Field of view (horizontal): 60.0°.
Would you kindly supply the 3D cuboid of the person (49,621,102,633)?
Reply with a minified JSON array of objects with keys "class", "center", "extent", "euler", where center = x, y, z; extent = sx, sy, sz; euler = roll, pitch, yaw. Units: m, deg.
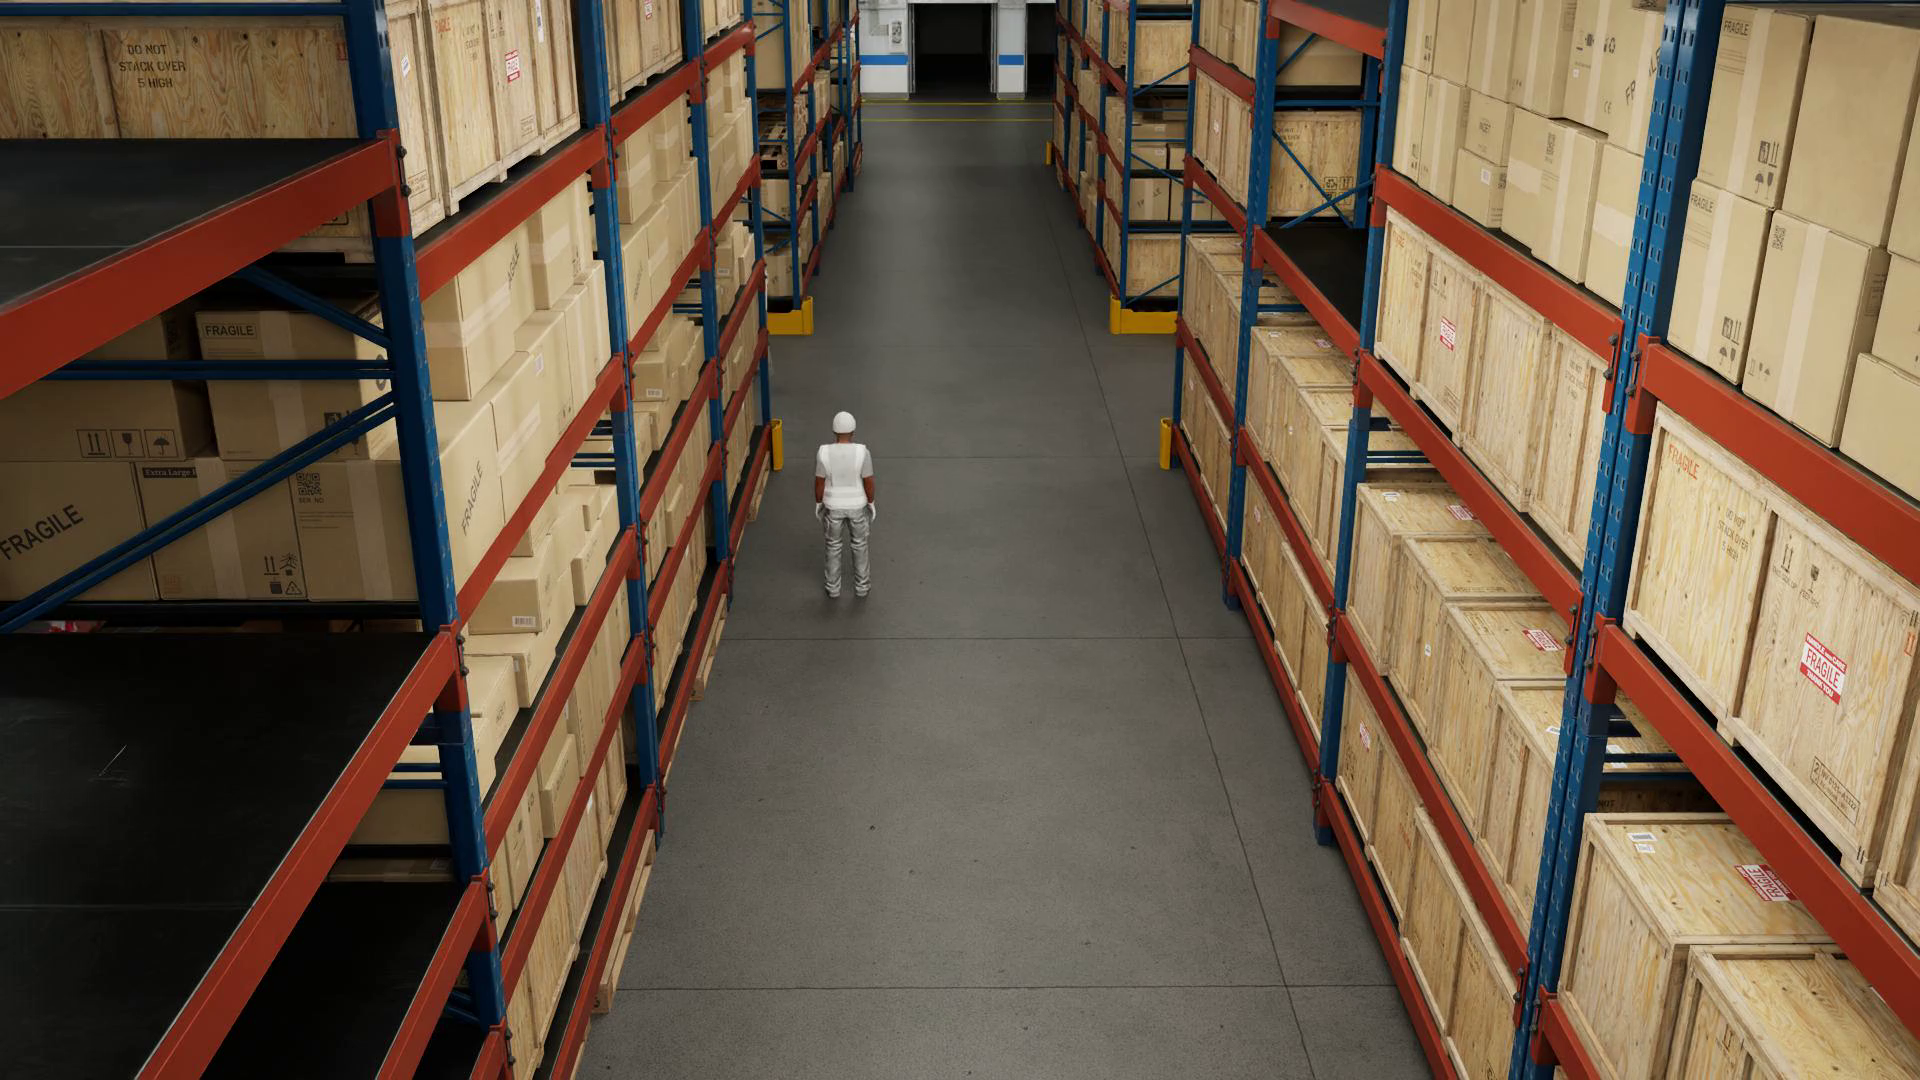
[{"class":"person","center":[-6.574,0.827,12.392],"extent":[0.578,1.784,0.527],"euler":[13,25,29]}]

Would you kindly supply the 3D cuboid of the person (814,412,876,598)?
[{"class":"person","center":[-1.056,-0.334,15.330],"extent":[0.556,1.789,0.389],"euler":[-1,22,-1]}]

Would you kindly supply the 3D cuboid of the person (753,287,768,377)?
[{"class":"person","center":[-2.897,-3.045,22.160],"extent":[0.594,1.791,0.466],"euler":[-13,25,-29]}]
